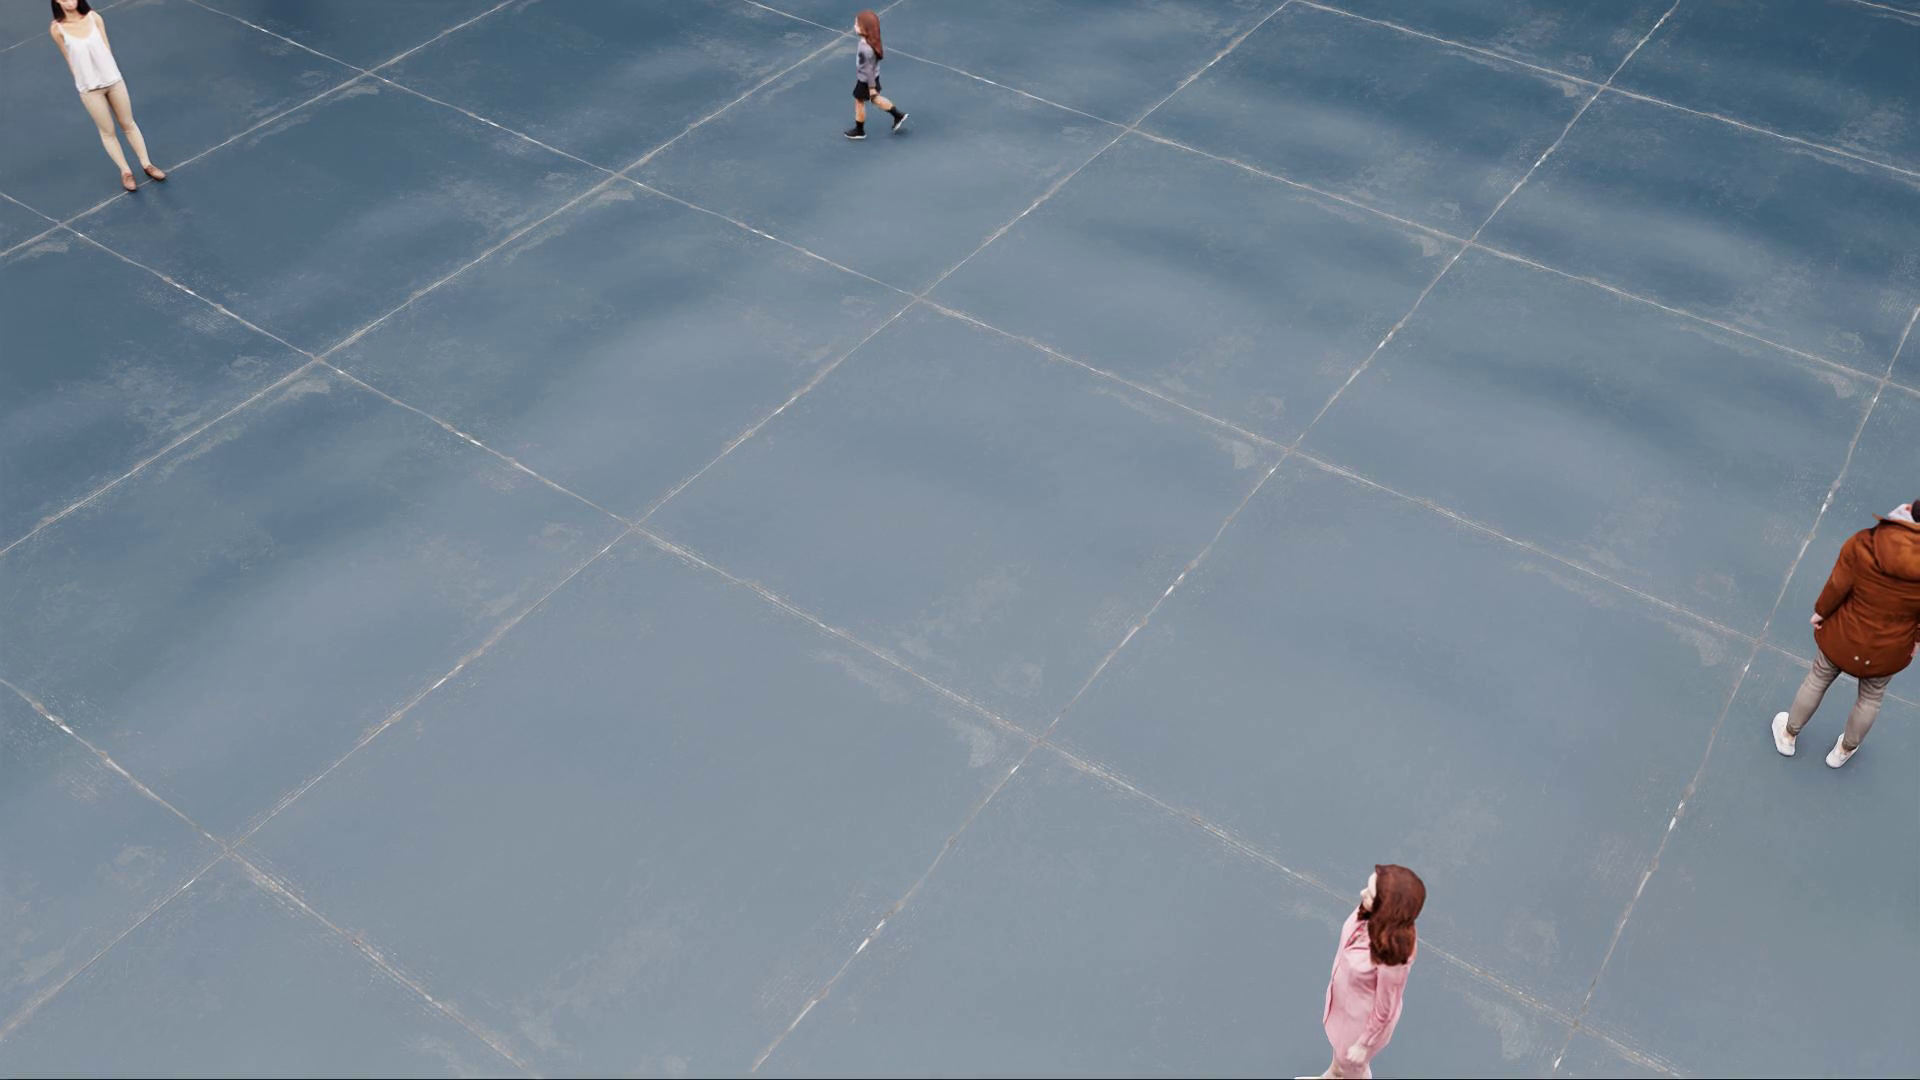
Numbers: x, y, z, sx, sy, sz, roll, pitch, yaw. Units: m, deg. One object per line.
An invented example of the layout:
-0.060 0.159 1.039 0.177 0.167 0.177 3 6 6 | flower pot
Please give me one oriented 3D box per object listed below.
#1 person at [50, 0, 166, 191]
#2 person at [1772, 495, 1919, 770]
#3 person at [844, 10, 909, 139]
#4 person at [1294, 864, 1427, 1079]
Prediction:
-6.625 -3.523 12.778 0.571 1.653 0.646 26 49 25 | person
4.588 0.455 8.383 0.660 1.838 0.795 19 46 20 | person
-0.687 -3.760 13.447 0.824 1.088 0.712 0 43 0 | person
1.665 1.909 6.852 0.706 1.803 0.688 0 43 0 | person
